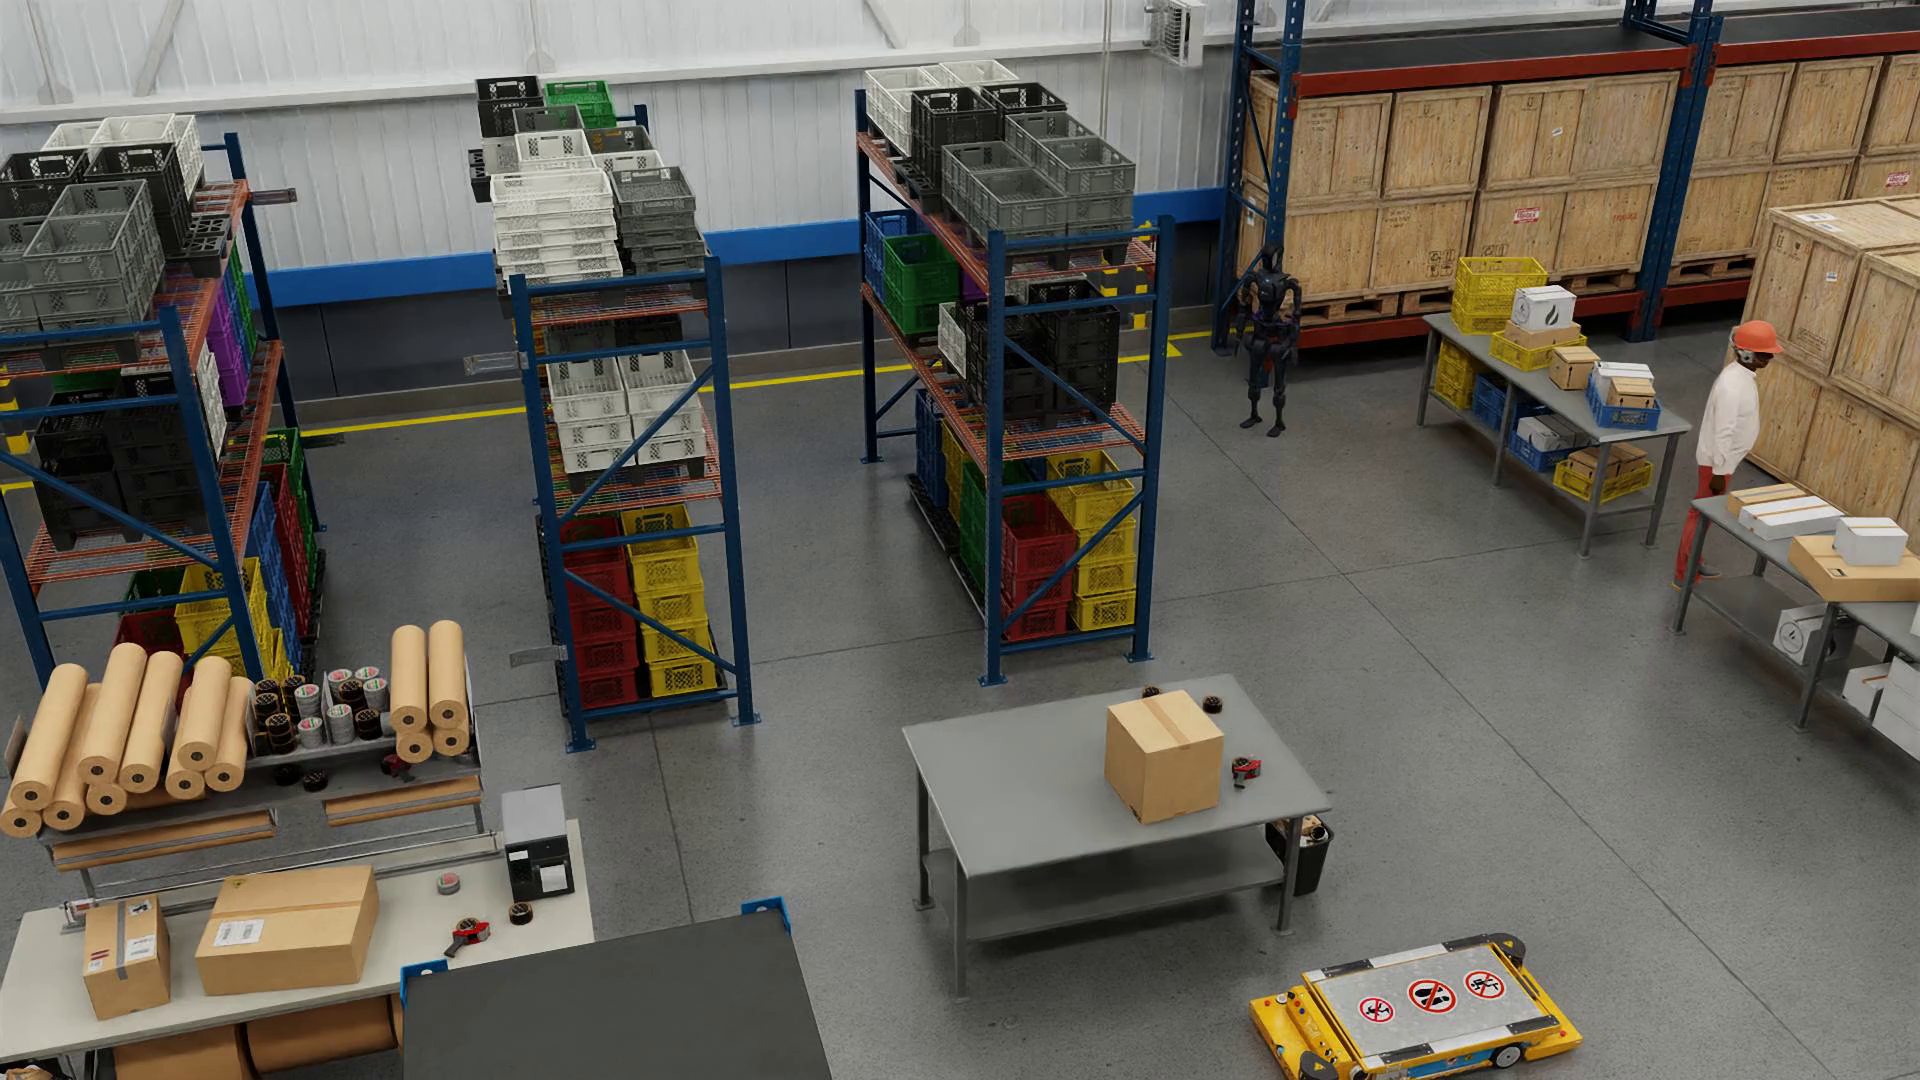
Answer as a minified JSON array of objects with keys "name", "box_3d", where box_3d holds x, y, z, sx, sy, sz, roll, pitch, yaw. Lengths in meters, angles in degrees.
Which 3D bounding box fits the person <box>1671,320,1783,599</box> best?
[{"name":"person","box_3d":[5.236,-0.563,11.394,0.376,1.995,0.610,15,32,25]}]

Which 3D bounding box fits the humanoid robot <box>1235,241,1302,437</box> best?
[{"name":"humanoid robot","box_3d":[2.553,-1.664,13.728,0.592,1.648,0.329,19,34,31]}]

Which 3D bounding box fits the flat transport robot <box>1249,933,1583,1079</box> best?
[{"name":"flat transport robot","box_3d":[2.184,2.282,7.980,1.431,0.197,0.652,-8,30,-14]}]
